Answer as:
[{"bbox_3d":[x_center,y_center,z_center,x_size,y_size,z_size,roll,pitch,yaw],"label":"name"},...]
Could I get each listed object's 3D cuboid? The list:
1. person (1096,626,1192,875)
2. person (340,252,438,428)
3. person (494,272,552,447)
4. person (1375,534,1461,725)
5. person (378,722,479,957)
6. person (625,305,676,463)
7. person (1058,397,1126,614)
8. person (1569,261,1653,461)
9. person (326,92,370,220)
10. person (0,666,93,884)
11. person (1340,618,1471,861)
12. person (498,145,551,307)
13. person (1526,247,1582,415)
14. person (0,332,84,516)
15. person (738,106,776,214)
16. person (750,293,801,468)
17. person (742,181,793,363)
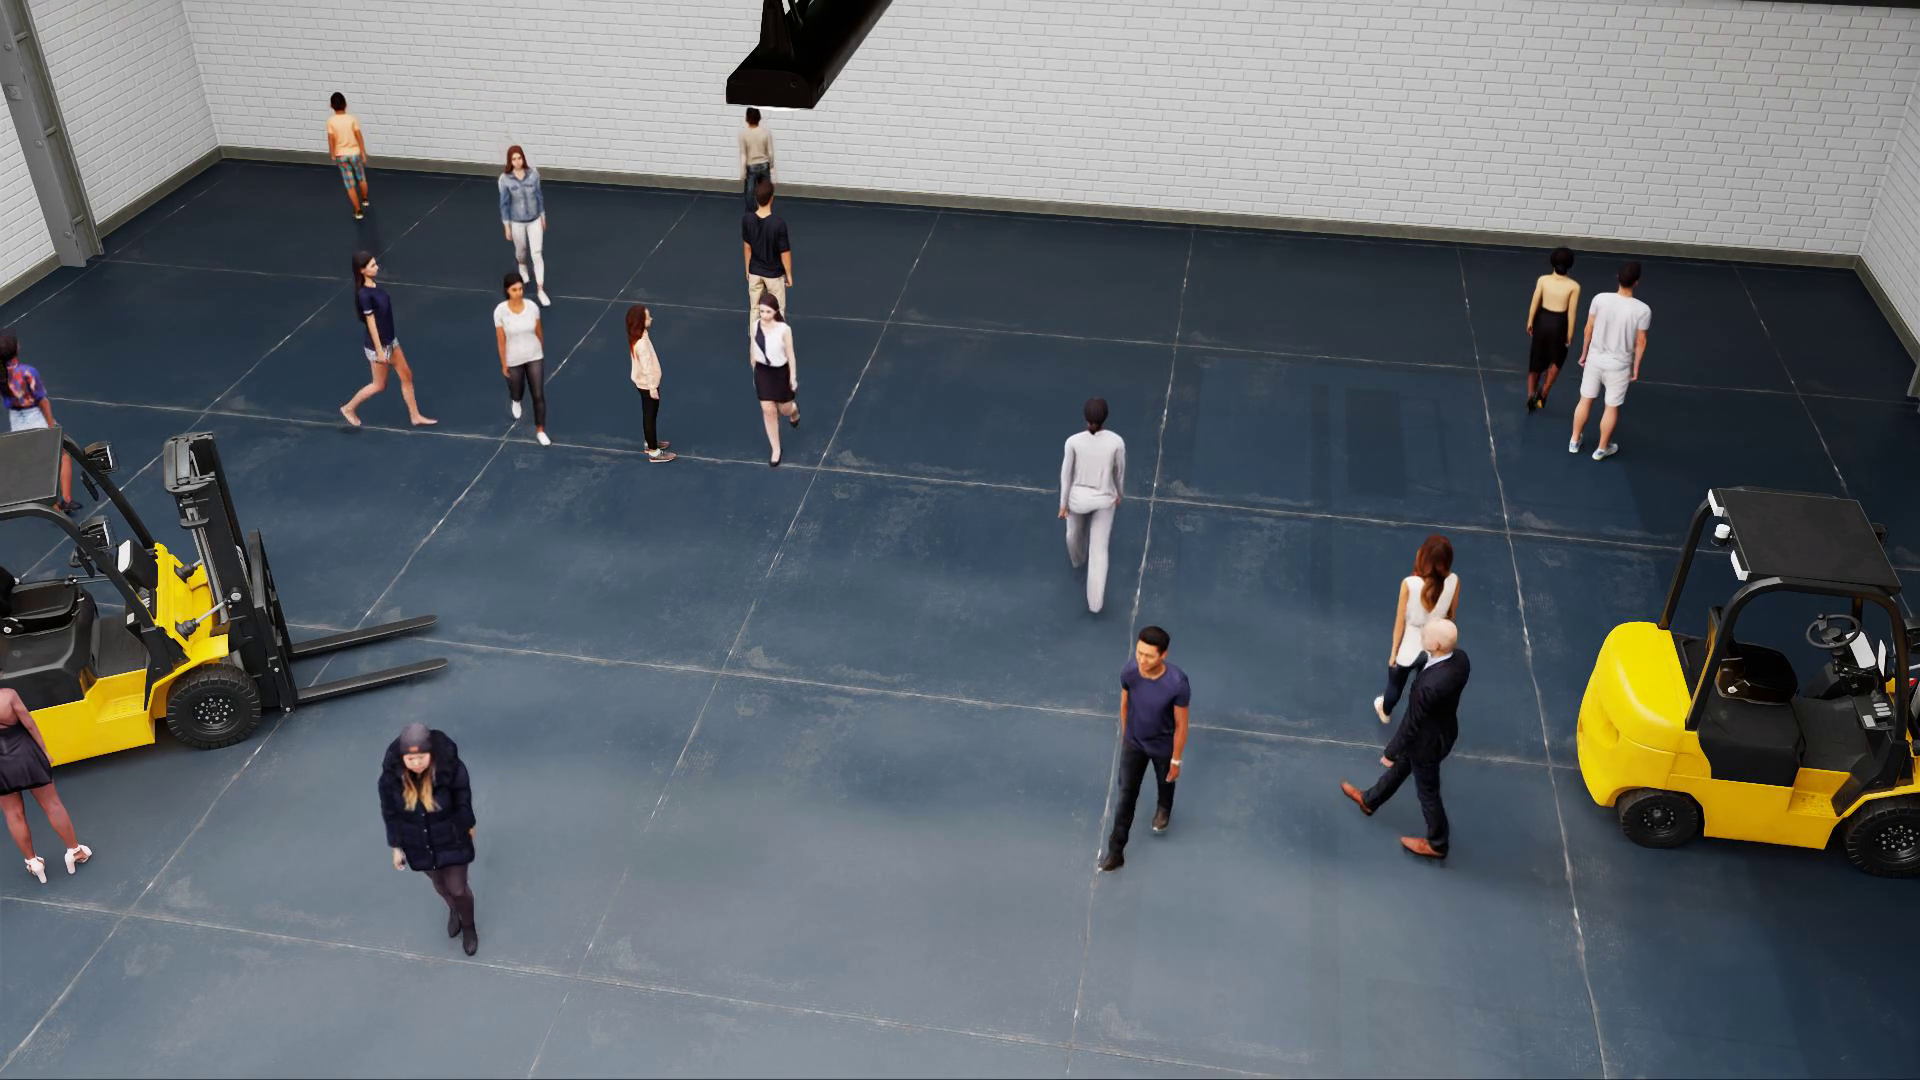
[{"bbox_3d":[1.257,1.239,10.513,0.892,1.741,1.195,16,37,23],"label":"person"},{"bbox_3d":[-5.321,-1.762,15.031,0.824,1.737,1.059,-3,34,-4],"label":"person"},{"bbox_3d":[-3.958,-1.656,14.970,0.869,1.627,0.983,-15,37,-22],"label":"person"},{"bbox_3d":[3.111,0.823,11.146,0.770,1.732,1.158,-1,34,-2],"label":"person"},{"bbox_3d":[-3.117,1.691,9.904,0.737,1.662,0.759,-2,34,-3],"label":"person"},{"bbox_3d":[-2.764,-1.397,14.710,0.703,1.484,0.597,-11,35,-16],"label":"person"},{"bbox_3d":[1.021,-0.241,12.790,0.746,1.685,1.190,2,34,3],"label":"person"},{"bbox_3d":[5.722,-1.588,14.664,0.764,1.853,0.735,23,40,31],"label":"person"},{"bbox_3d":[-7.096,-4.437,19.327,0.817,1.437,0.927,-16,37,-23],"label":"person"},{"bbox_3d":[-5.828,1.386,10.248,0.664,1.788,0.698,-13,36,-18],"label":"person"},{"bbox_3d":[2.994,1.282,10.429,1.032,1.761,1.114,21,39,28],"label":"person"},{"bbox_3d":[-4.597,-3.359,17.495,1.020,1.669,1.190,-13,36,-18],"label":"person"},{"bbox_3d":[5.400,-1.883,15.296,0.700,1.645,0.725,19,38,27],"label":"person"},{"bbox_3d":[-7.675,-0.876,13.702,0.658,1.733,0.686,-1,34,-2],"label":"person"},{"bbox_3d":[-2.296,-4.207,18.965,0.650,1.453,0.685,-7,34,-11],"label":"person"},{"bbox_3d":[-1.607,-1.456,14.663,0.587,1.635,0.861,8,34,12],"label":"person"},{"bbox_3d":[-1.883,-2.581,16.159,0.638,1.851,0.541,8,34,11],"label":"person"}]
